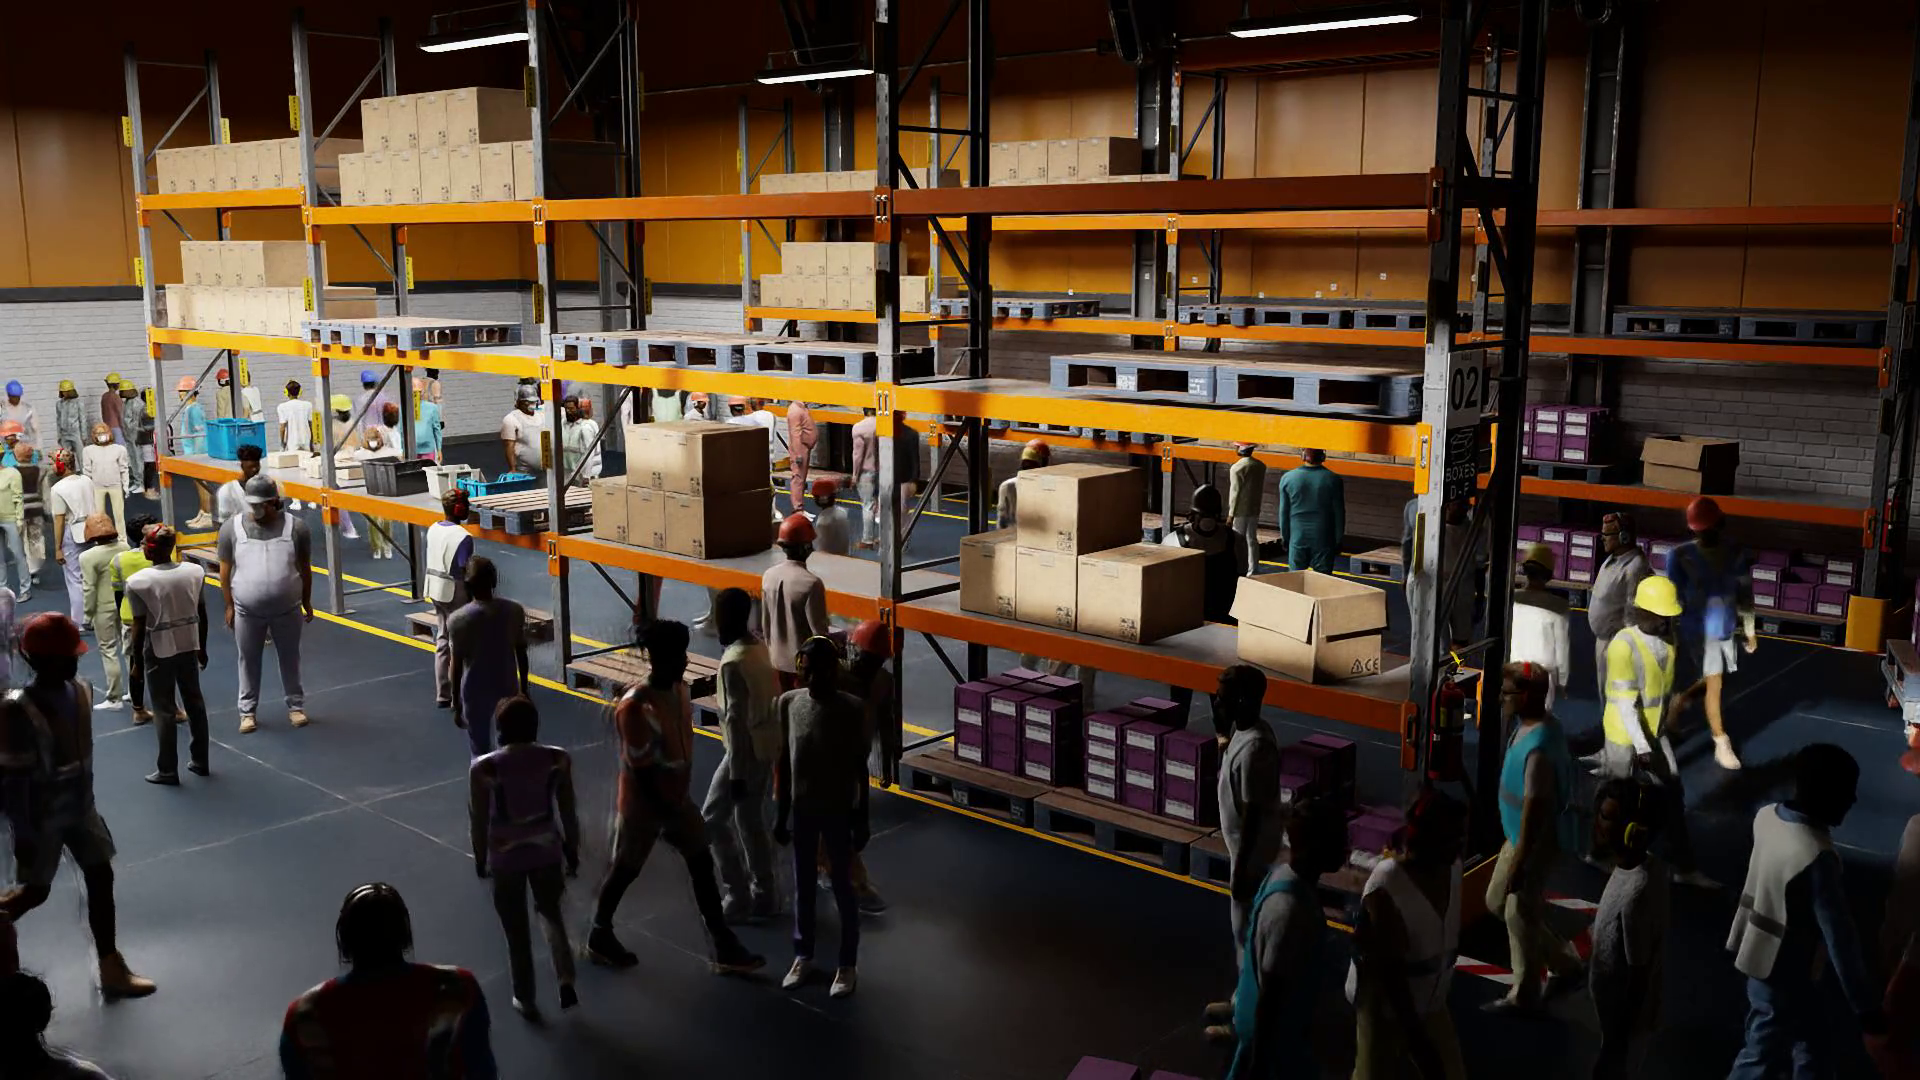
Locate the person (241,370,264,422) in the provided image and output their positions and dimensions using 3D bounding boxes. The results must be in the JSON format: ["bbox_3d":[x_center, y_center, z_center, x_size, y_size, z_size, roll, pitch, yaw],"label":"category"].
[{"bbox_3d":[-11.235,-1.783,26.344,0.390,1.838,0.563,-1,10,-4],"label":"person"}]

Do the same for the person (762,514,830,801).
[{"bbox_3d":[-1.082,0.815,11.206,0.612,1.997,0.375,9,14,42],"label":"person"}]

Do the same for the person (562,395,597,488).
[{"bbox_3d":[-4.843,-0.869,20.949,0.590,1.919,0.392,2,10,10],"label":"person"}]

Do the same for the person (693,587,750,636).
[{"bbox_3d":[-2.331,0.178,15.906,0.742,1.595,0.509,3,11,18],"label":"person"}]

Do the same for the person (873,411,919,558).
[{"bbox_3d":[-0.785,-0.742,20.140,0.633,1.940,0.855,3,10,15],"label":"person"}]

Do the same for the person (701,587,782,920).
[{"bbox_3d":[-1.263,1.209,9.309,0.555,1.882,0.658,2,10,9],"label":"person"}]

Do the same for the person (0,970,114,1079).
[{"bbox_3d":[-2.746,2.079,4.960,0.556,1.681,0.489,1,10,3],"label":"person"}]

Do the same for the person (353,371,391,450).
[{"bbox_3d":[-8.921,-1.619,25.262,0.612,1.893,1.008,-8,13,-38],"label":"person"}]

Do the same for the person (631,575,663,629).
[{"bbox_3d":[-3.023,-0.001,16.102,0.407,1.904,0.604,-4,11,-24],"label":"person"}]

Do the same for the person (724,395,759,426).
[{"bbox_3d":[-2.909,-0.953,21.448,0.565,1.909,0.731,-7,12,-35],"label":"person"}]

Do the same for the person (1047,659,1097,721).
[{"bbox_3d":[0.912,0.593,12.952,0.625,1.835,0.432,-7,12,-35],"label":"person"}]

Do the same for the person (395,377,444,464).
[{"bbox_3d":[-7.444,-1.249,22.897,0.625,1.990,0.398,-5,11,-24],"label":"person"}]

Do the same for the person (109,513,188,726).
[{"bbox_3d":[-6.393,0.628,13.100,0.536,1.699,0.322,1,10,6],"label":"person"}]

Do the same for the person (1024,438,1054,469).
[{"bbox_3d":[0.752,-0.004,16.069,0.421,1.937,0.558,-6,12,-32],"label":"person"}]

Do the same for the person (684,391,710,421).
[{"bbox_3d":[-3.955,-1.585,24.958,0.416,1.934,0.626,-6,12,-30],"label":"person"}]

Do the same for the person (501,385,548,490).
[{"bbox_3d":[-5.432,-0.962,21.128,0.538,2.000,0.689,7,12,33],"label":"person"}]

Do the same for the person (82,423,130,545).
[{"bbox_3d":[-10.433,-0.621,20.344,0.505,1.635,0.277,-4,11,-22],"label":"person"}]

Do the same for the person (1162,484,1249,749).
[{"bbox_3d":[1.832,0.575,12.443,0.684,2.000,0.535,-1,10,-4],"label":"person"}]

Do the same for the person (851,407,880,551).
[{"bbox_3d":[-1.093,-0.836,20.709,0.630,1.940,0.372,-9,13,-42],"label":"person"}]

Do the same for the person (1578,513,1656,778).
[{"bbox_3d":[4.698,0.743,11.923,0.403,1.895,0.647,0,10,2],"label":"person"}]

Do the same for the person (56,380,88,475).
[{"bbox_3d":[-13.675,-1.598,25.597,0.485,1.737,0.324,1,10,8],"label":"person"}]

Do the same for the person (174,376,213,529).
[{"bbox_3d":[-10.266,-1.168,22.290,0.374,2.044,0.605,-5,11,-27],"label":"person"}]

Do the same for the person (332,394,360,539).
[{"bbox_3d":[-7.911,-0.941,21.400,0.445,1.903,0.589,6,11,29],"label":"person"}]

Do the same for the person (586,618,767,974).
[{"bbox_3d":[-1.540,1.329,8.557,1.009,1.906,0.593,5,11,27],"label":"person"}]

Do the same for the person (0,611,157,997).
[{"bbox_3d":[-4.601,1.328,8.308,0.951,2.013,0.619,2,10,11],"label":"person"}]

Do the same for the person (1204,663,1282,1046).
[{"bbox_3d":[1.353,1.479,7.899,0.346,1.839,0.501,2,10,9],"label":"person"}]

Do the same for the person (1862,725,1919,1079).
[{"bbox_3d":[3.888,1.655,6.544,0.713,1.967,0.422,-3,11,-19],"label":"person"}]

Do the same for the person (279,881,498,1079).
[{"bbox_3d":[-1.765,1.969,5.205,0.631,1.815,0.793,-2,10,-10],"label":"person"}]

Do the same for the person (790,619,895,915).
[{"bbox_3d":[-0.623,1.269,9.526,0.893,1.677,0.586,9,14,43],"label":"person"}]

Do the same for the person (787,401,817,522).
[{"bbox_3d":[-2.166,-1.206,22.912,0.403,1.901,0.637,0,10,3],"label":"person"}]

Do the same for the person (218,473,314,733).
[{"bbox_3d":[-5.397,0.478,12.986,0.675,2.000,0.537,-5,11,-25],"label":"person"}]

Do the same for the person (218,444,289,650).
[{"bbox_3d":[-6.565,0.068,15.616,0.748,1.936,0.612,9,14,43],"label":"person"}]

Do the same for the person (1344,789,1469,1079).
[{"bbox_3d":[1.741,1.800,6.172,0.572,1.801,0.881,-8,13,-37],"label":"person"}]

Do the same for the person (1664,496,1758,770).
[{"bbox_3d":[5.468,0.633,12.252,0.684,1.987,0.846,-2,10,-12],"label":"person"}]

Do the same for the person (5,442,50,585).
[{"bbox_3d":[-10.350,-0.278,18.411,0.470,1.625,0.541,9,13,40],"label":"person"}]

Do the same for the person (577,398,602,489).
[{"bbox_3d":[-4.693,-0.860,20.997,0.337,1.882,0.584,-1,10,-7],"label":"person"}]
